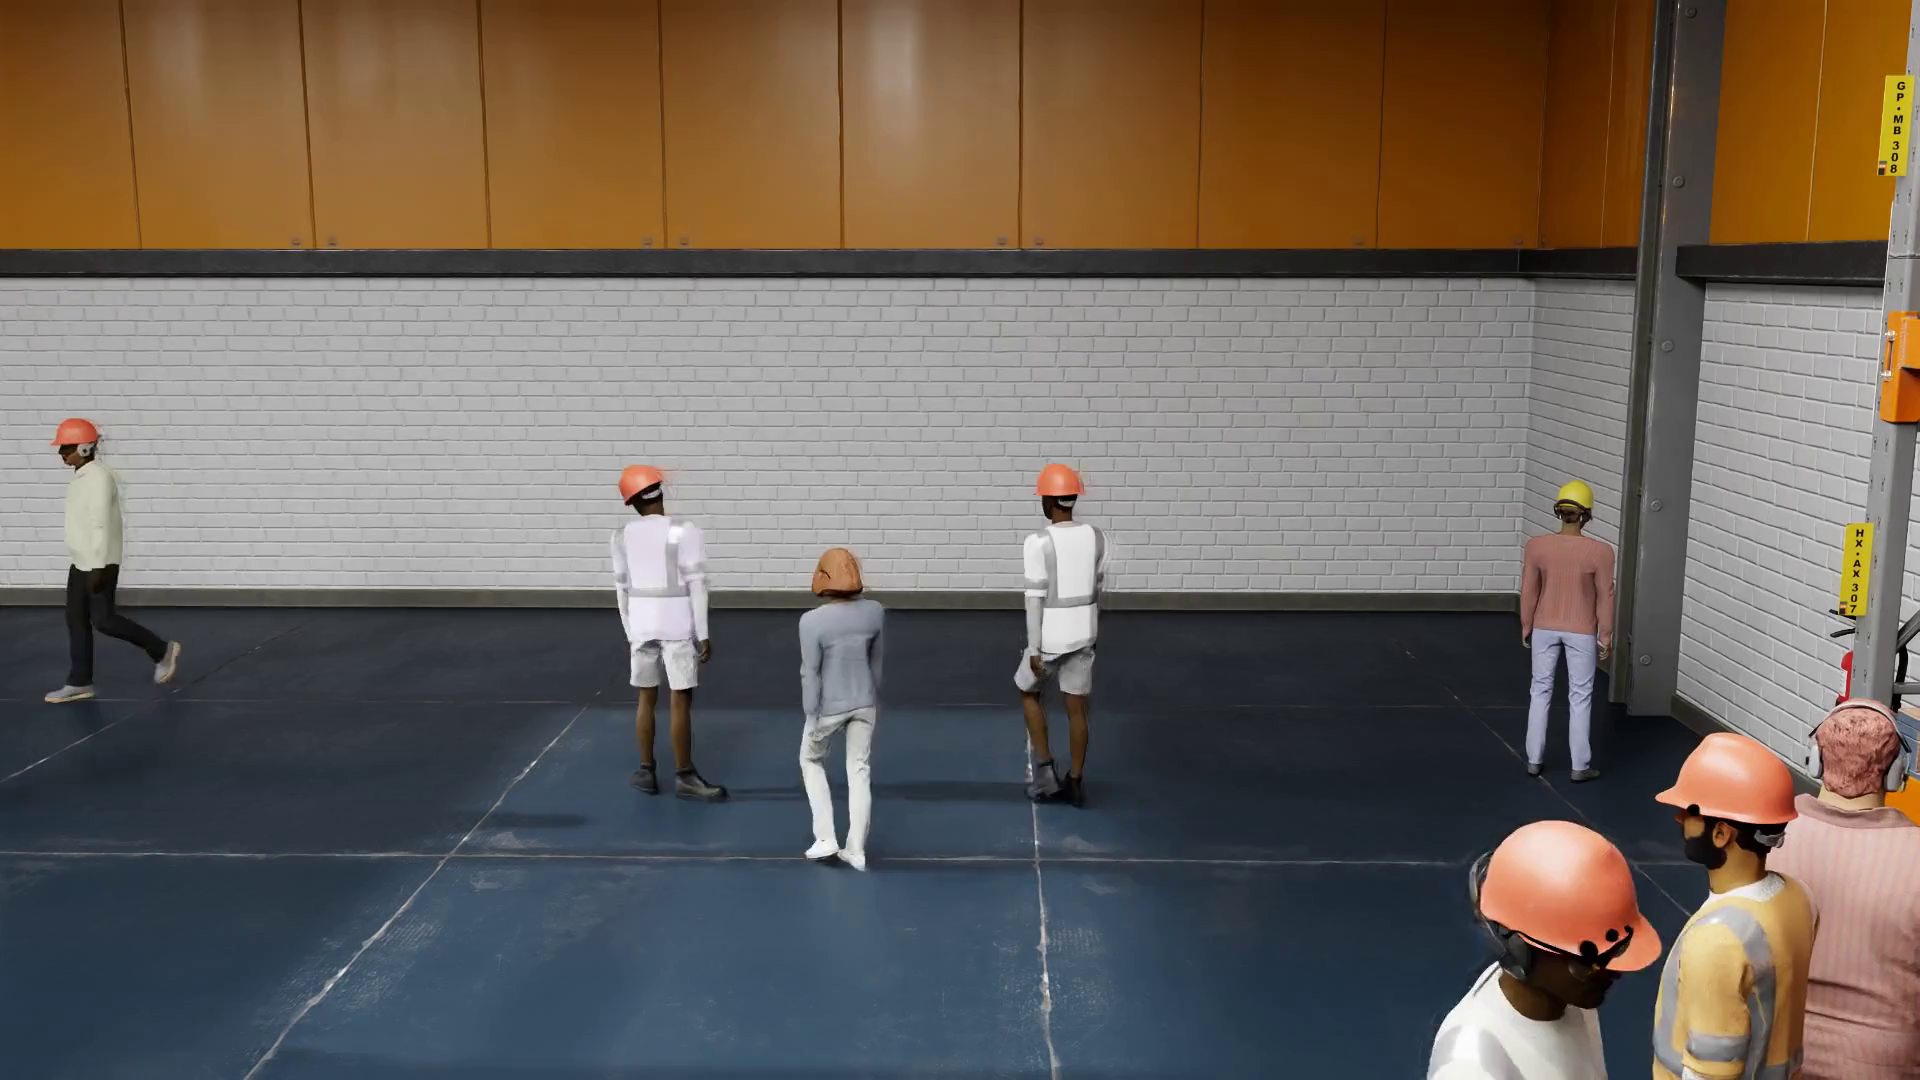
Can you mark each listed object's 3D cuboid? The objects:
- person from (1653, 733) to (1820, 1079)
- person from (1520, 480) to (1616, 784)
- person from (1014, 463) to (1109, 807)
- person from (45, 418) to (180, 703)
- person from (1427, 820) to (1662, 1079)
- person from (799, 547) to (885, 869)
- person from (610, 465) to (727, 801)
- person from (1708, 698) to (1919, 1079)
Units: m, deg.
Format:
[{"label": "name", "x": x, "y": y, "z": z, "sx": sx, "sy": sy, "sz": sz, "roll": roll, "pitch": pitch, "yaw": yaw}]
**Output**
[{"label": "person", "x": 1.784, "y": 1.407, "z": 3.956, "sx": 0.357, "sy": 1.938, "sz": 0.542, "roll": 8, "pitch": 13, "yaw": 41}, {"label": "person", "x": 3.546, "y": 0.531, "z": 9.718, "sx": 0.533, "sy": 1.765, "sz": 0.330, "roll": 7, "pitch": 12, "yaw": 35}, {"label": "person", "x": 0.565, "y": 0.532, "z": 9.269, "sx": 0.553, "sy": 1.919, "sz": 0.482, "roll": -5, "pitch": 11, "yaw": -26}, {"label": "person", "x": -5.942, "y": 0.128, "z": 11.528, "sx": 0.626, "sy": 1.969, "sz": 0.781, "roll": 9, "pitch": 13, "yaw": 42}, {"label": "person", "x": 1.131, "y": 1.496, "z": 3.163, "sx": 0.506, "sy": 2.029, "sz": 0.634, "roll": 7, "pitch": 12, "yaw": 37}, {"label": "person", "x": -0.599, "y": 0.838, "z": 8.325, "sx": 0.506, "sy": 1.620, "sz": 0.437, "roll": -5, "pitch": 11, "yaw": -29}, {"label": "person", "x": -1.618, "y": 0.526, "z": 9.425, "sx": 0.723, "sy": 1.892, "sz": 0.381, "roll": 3, "pitch": 10, "yaw": 19}, {"label": "person", "x": 2.299, "y": 1.352, "z": 4.379, "sx": 0.651, "sy": 1.905, "sz": 0.409, "roll": 7, "pitch": 12, "yaw": 35}]
